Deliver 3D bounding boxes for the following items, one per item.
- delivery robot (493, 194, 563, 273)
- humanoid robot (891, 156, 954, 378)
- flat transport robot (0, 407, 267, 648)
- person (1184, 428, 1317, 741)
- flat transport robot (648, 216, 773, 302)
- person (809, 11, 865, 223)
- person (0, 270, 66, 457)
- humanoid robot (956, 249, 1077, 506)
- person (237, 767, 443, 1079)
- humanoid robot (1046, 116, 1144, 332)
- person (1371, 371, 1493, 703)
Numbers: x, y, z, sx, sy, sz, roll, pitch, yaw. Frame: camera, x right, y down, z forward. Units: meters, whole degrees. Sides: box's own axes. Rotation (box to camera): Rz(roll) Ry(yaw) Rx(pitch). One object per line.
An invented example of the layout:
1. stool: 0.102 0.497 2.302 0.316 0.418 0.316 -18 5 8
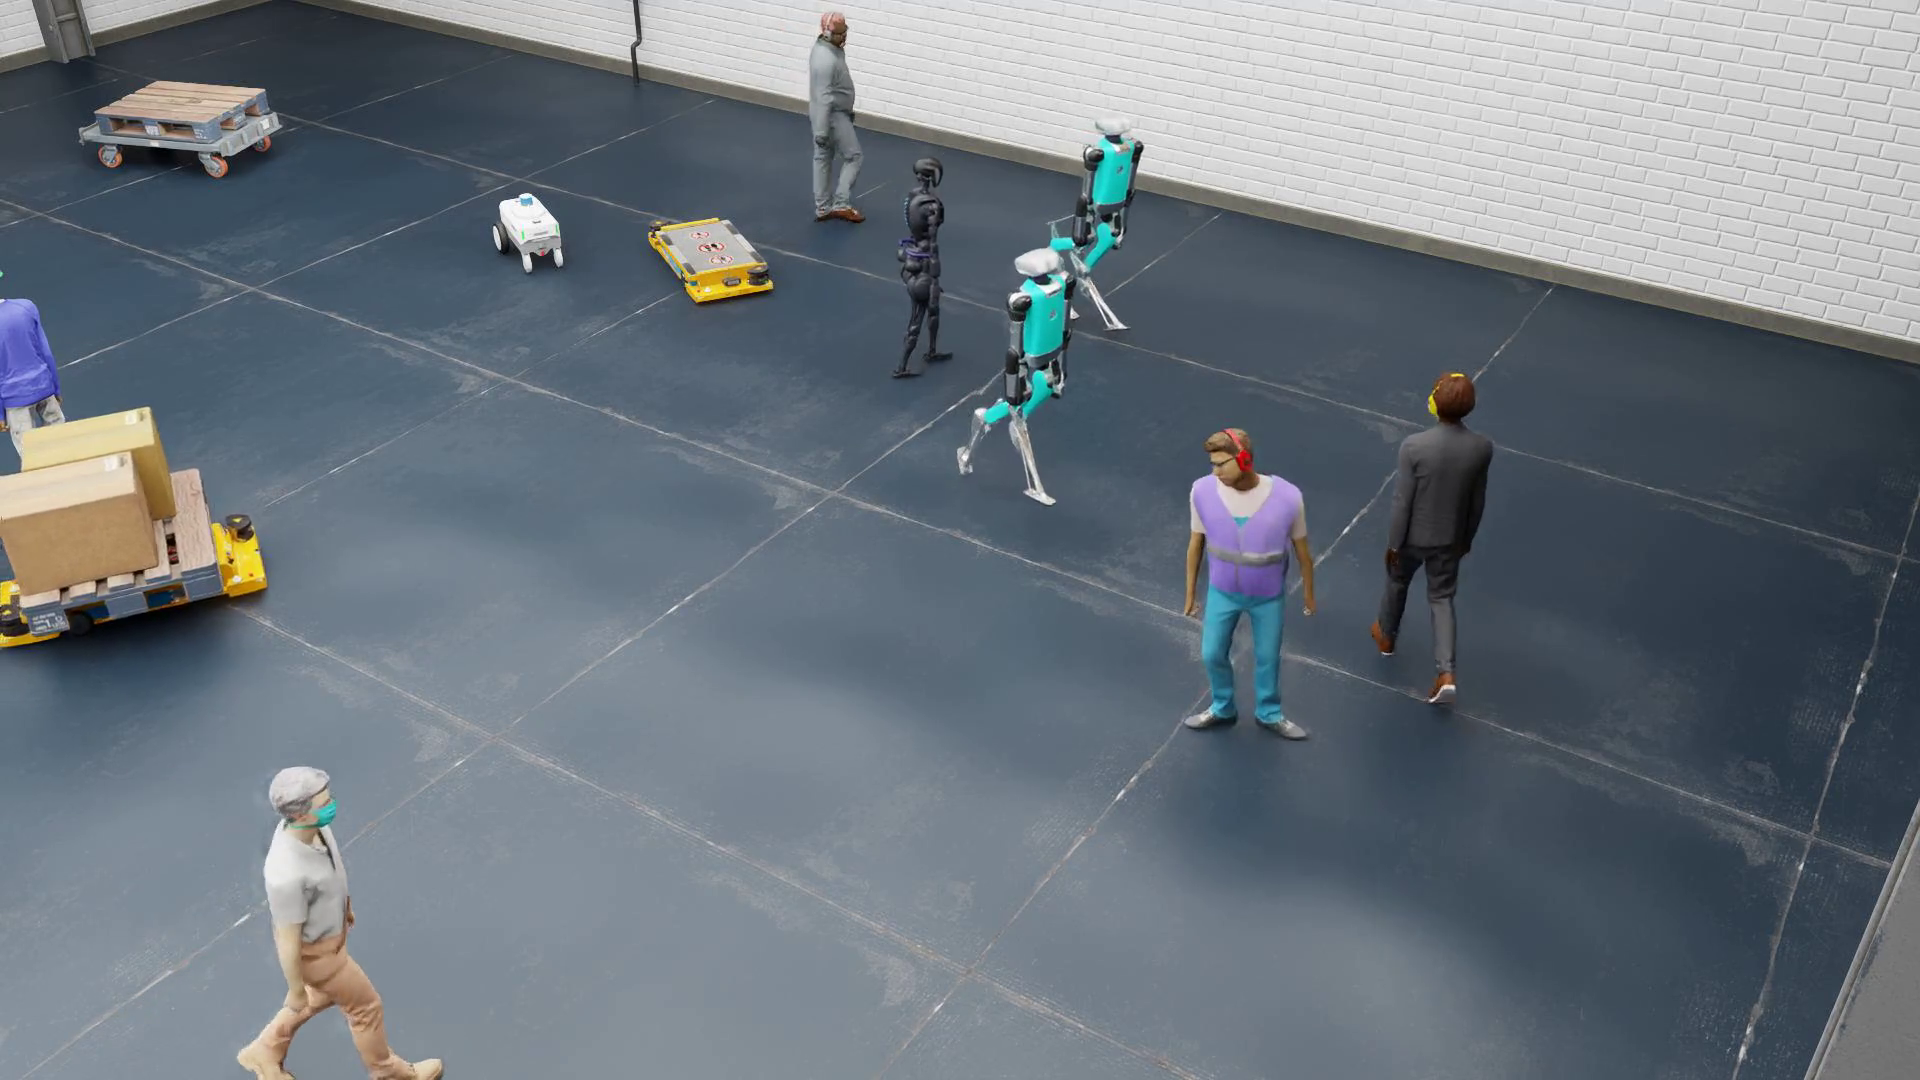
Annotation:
1. delivery robot: -3.641 -2.642 14.091 0.499 0.581 0.774 -16 36 -23
2. humanoid robot: -0.264 -1.973 12.032 0.553 1.635 0.594 -11 34 -16
3. flat transport robot: -4.929 0.231 9.897 1.431 0.231 0.659 -15 36 -21
4. person: 1.506 0.255 8.450 0.750 1.801 0.372 11 34 16
5. flat transport robot: -2.112 -2.384 13.966 0.659 0.231 1.431 -14 35 -20
6. person: -1.070 -3.662 14.466 0.566 1.882 0.613 -13 35 -19
7. person: -5.723 -0.883 10.163 0.381 1.865 0.457 18 37 26
8. humanoid robot: 0.272 -1.078 10.608 0.549 1.813 0.881 -28 42 -36
9. person: -2.573 1.567 6.481 0.749 1.719 0.478 -7 33 -11
10. humanoid robot: 0.984 -2.396 12.616 0.572 1.726 1.013 -23 39 -31
11. person: 2.523 -0.018 8.835 0.505 1.845 0.839 -1 33 -1
